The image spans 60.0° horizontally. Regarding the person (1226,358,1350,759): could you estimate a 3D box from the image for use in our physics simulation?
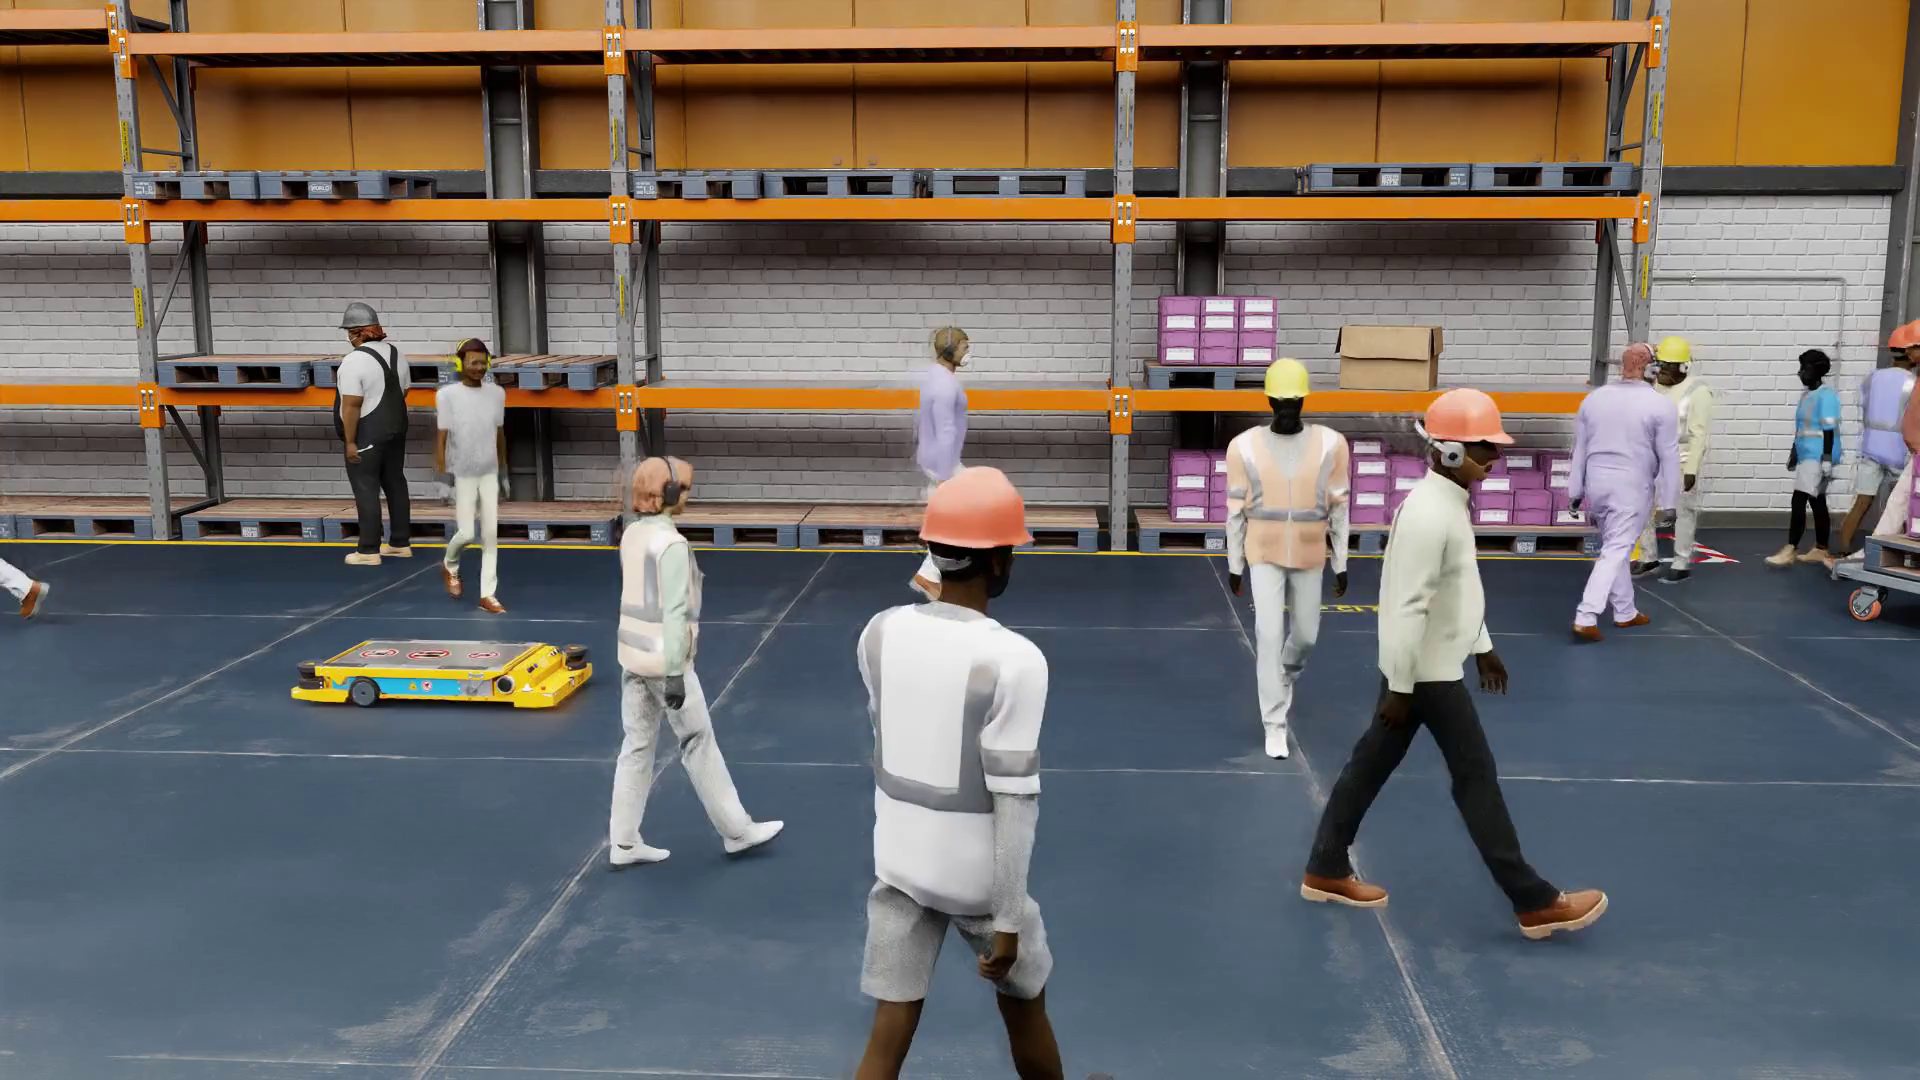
[{"bbox_3d":[1.589,0.052,8.140,0.594,1.905,0.802,1,10,4],"label":"person"}]

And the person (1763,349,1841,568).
[{"bbox_3d":[6.427,-0.614,12.697,0.597,1.673,0.600,2,10,14],"label":"person"}]

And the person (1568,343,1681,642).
[{"bbox_3d":[4.110,-0.297,10.355,0.951,1.855,0.663,-6,12,-33],"label":"person"}]

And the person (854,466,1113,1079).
[{"bbox_3d":[0.027,0.758,4.058,0.561,1.877,1.004,7,12,35],"label":"person"}]

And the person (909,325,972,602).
[{"bbox_3d":[-0.076,-0.486,11.248,0.427,1.926,0.628,-2,10,-9],"label":"person"}]

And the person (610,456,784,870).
[{"bbox_3d":[-1.083,0.473,6.494,0.692,1.607,0.543,-7,12,-34],"label":"person"}]

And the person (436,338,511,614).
[{"bbox_3d":[-3.293,-0.441,11.186,0.531,1.851,0.627,-8,13,-40],"label":"person"}]

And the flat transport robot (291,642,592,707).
[{"bbox_3d":[-2.796,0.713,9.037,1.431,0.197,0.652,1,10,5],"label":"flat transport robot"}]

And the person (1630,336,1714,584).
[{"bbox_3d":[5.129,-0.567,12.030,0.527,1.807,0.614,-5,11,-26],"label":"person"}]

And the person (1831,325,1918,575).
[{"bbox_3d":[6.894,-0.644,12.297,1.028,1.887,0.549,-5,11,-27],"label":"person"}]

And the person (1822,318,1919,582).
[{"bbox_3d":[6.830,-0.620,11.968,1.029,1.929,0.669,6,11,30],"label":"person"}]

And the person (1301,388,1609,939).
[{"bbox_3d":[1.732,0.429,5.872,1.073,1.926,0.610,3,10,16],"label":"person"}]

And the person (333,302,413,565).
[{"bbox_3d":[-4.605,-0.838,12.943,0.534,2.000,0.682,4,10,21],"label":"person"}]

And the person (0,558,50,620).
[{"bbox_3d":[-6.378,-0.325,10.488,0.991,1.872,0.614,-4,10,-20],"label":"person"}]
